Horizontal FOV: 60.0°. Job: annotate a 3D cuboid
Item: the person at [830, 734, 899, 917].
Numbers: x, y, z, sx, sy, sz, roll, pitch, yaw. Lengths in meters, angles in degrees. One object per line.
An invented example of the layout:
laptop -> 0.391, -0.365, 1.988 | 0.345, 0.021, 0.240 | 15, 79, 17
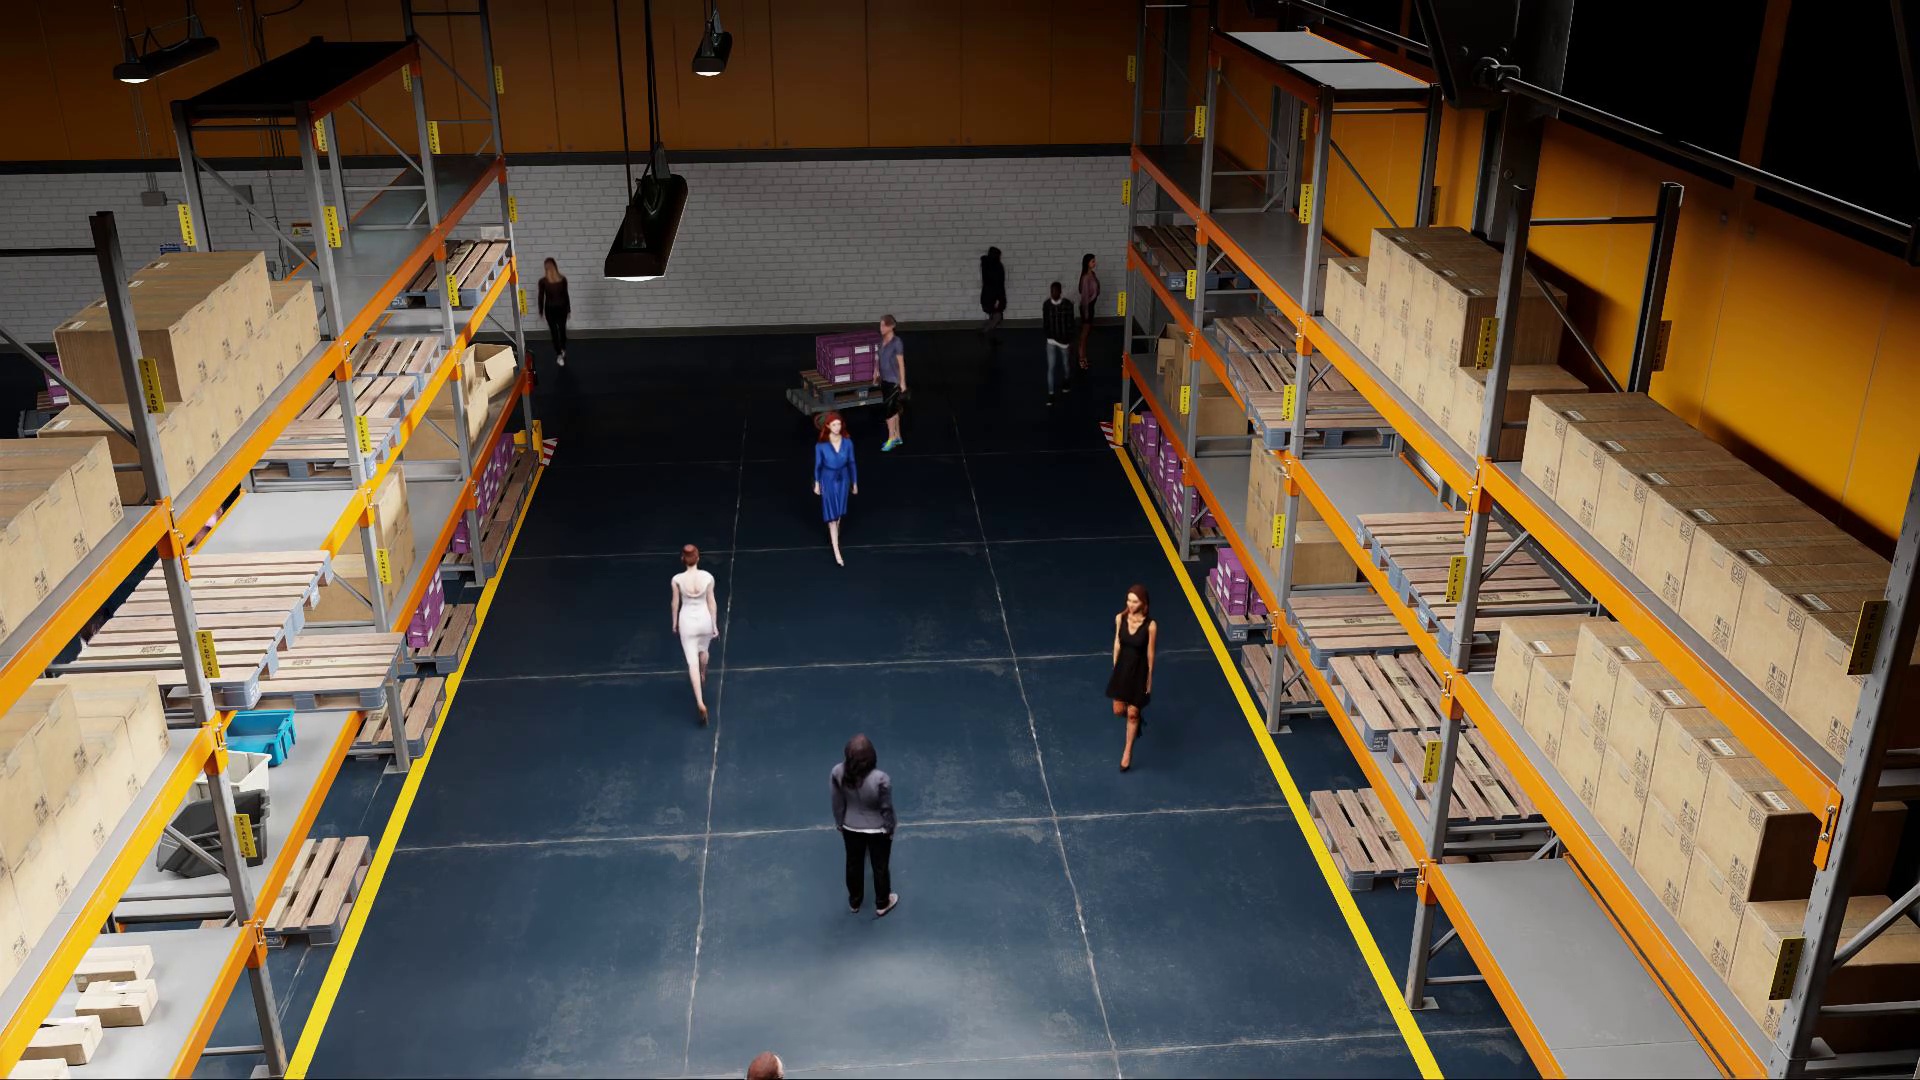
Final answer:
person -> -0.732, 2.208, 12.966 | 0.769, 1.597, 0.783 | 7, 25, 16

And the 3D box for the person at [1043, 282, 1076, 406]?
person -> 1.488, -2.944, 24.524 | 0.864, 1.779, 1.310 | 3, 24, 8

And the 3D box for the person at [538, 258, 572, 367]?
person -> -6.328, -3.548, 26.034 | 0.814, 1.676, 1.027 | -9, 25, -20

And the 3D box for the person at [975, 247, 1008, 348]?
person -> 0.466, -3.900, 26.853 | 0.869, 1.665, 0.848 | -11, 26, -23

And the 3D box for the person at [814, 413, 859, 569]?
person -> -1.458, -0.624, 19.206 | 0.807, 1.787, 1.168 | -7, 25, -16

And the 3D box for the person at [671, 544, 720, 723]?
person -> -2.513, 0.905, 15.767 | 0.656, 1.741, 1.066 | -4, 24, -10

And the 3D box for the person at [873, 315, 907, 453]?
person -> -0.860, -2.152, 22.601 | 0.915, 1.868, 0.837 | -18, 29, -35

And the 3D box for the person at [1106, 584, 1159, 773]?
person -> 1.606, 1.214, 14.954 | 0.790, 1.826, 0.882 | 13, 27, 27

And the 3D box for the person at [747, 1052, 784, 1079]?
person -> -1.062, 3.636, 9.499 | 0.673, 1.757, 0.726 | 16, 28, 32

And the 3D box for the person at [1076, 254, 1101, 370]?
person -> 1.982, -3.573, 25.923 | 0.754, 1.810, 0.623 | 9, 25, 19
